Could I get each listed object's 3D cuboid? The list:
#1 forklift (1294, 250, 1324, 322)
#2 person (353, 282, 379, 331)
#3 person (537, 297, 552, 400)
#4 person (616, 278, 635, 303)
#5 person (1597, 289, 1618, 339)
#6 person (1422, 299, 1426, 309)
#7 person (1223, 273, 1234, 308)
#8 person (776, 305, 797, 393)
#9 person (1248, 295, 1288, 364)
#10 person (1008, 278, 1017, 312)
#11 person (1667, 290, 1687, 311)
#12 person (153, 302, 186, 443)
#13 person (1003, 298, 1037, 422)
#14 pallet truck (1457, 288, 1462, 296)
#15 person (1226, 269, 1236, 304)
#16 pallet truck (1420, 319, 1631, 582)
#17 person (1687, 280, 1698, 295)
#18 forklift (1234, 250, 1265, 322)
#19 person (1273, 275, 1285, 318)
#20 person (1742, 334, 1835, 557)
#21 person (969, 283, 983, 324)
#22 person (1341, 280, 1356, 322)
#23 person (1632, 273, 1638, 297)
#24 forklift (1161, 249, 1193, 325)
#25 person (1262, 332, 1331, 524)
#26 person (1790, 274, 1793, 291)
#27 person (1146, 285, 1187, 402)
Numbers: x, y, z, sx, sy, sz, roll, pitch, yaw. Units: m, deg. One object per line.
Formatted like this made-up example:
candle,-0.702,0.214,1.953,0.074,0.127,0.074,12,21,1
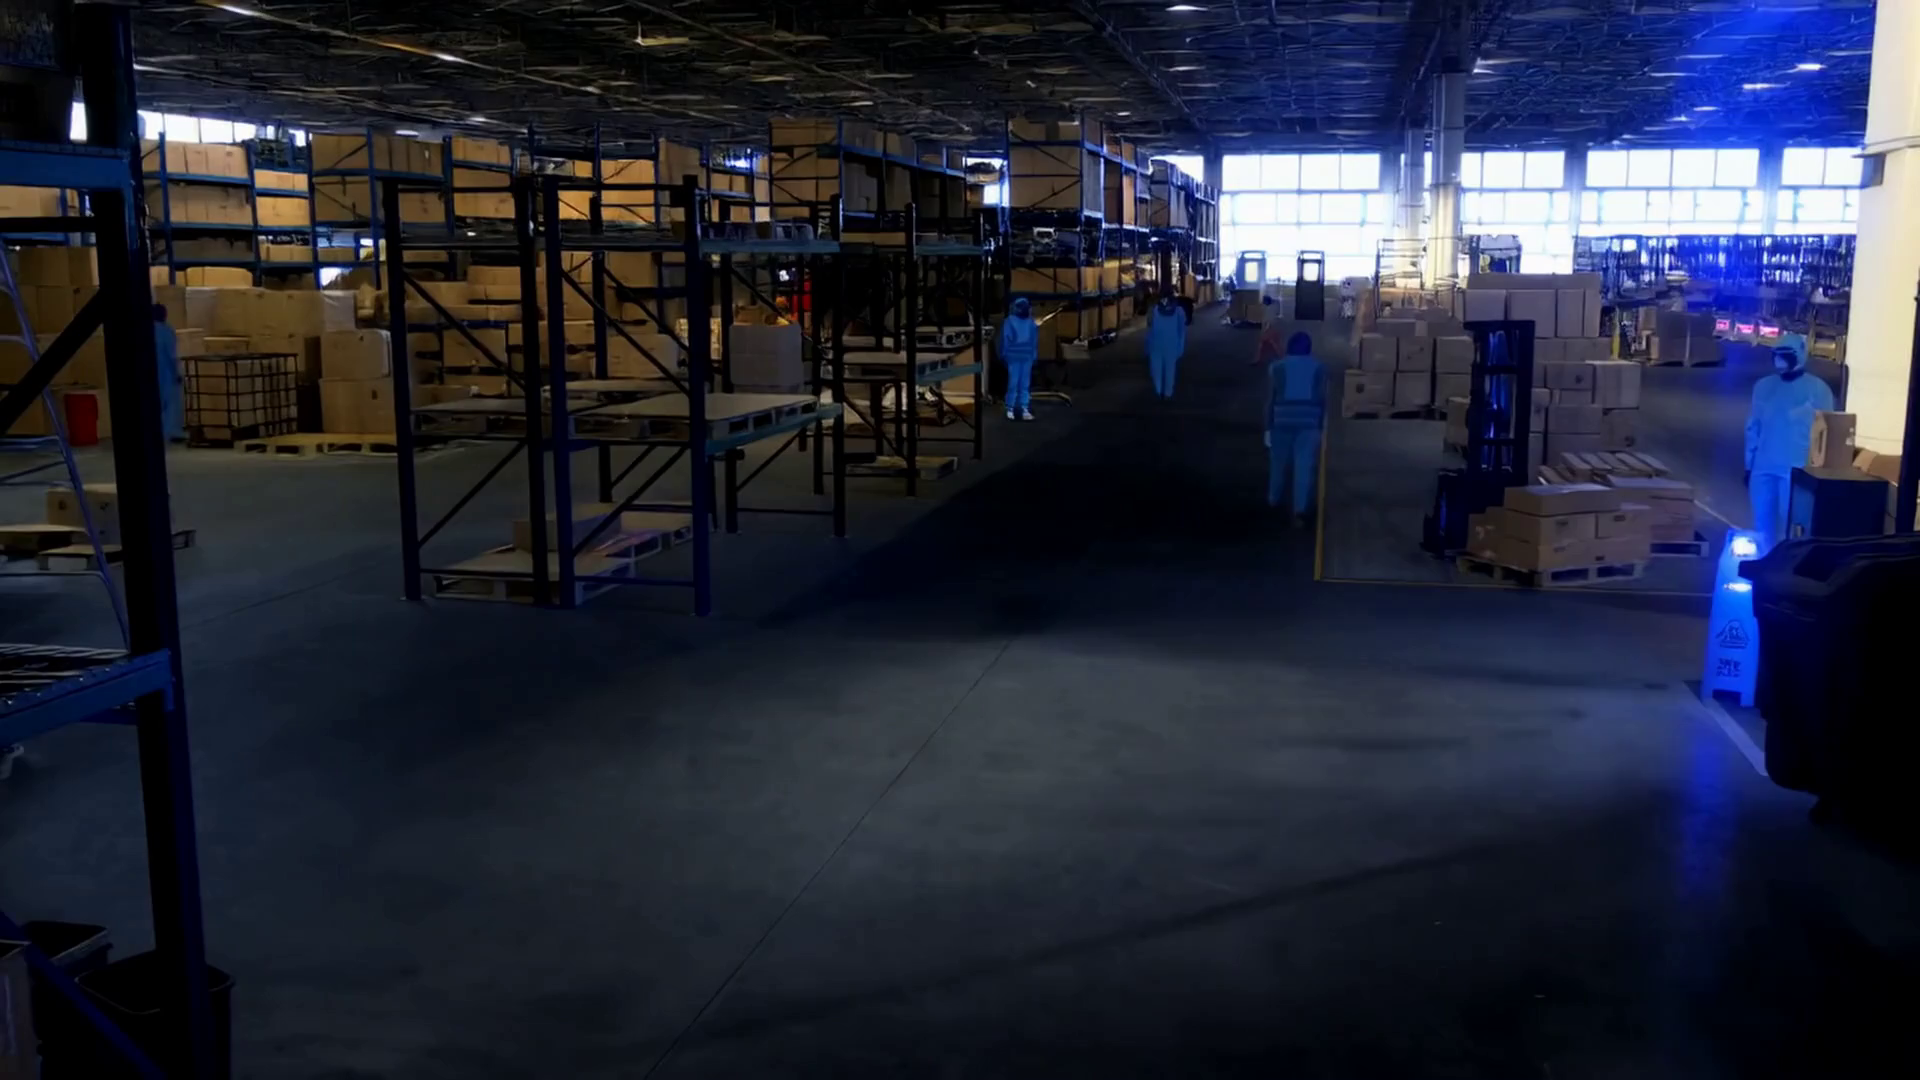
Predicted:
forklift,13.778,-10.002,65.433,1.129,2.768,1.873,2,10,12
person,-14.805,-5.476,41.509,0.587,1.911,0.397,-4,11,-24
person,-6.315,-2.689,24.987,0.589,1.918,0.402,9,13,44
person,-8.569,-5.659,42.354,0.621,1.989,0.400,-2,10,-10
person,13.112,-4.149,33.759,0.327,1.874,0.518,-2,10,-14
person,18.181,-9.344,64.918,0.755,1.735,0.520,-8,12,-40
person,13.729,-12.764,85.111,0.541,1.751,0.388,2,10,10
person,-3.176,-3.569,31.034,0.513,1.623,0.557,5,11,29
person,7.339,-4.956,39.209,0.937,1.646,0.534,2,10,9
person,2.080,-9.256,64.245,0.862,1.785,0.599,-5,11,-27
person,20.299,-6.266,47.090,0.504,1.616,0.683,2,10,9
person,-10.711,-2.211,22.175,0.642,1.911,0.758,2,10,10
person,0.924,-2.747,25.420,0.575,1.885,0.355,-5,11,-28
pallet truck,20.506,-9.785,68.819,0.653,1.274,1.630,2,10,12
person,14.503,-13.502,88.873,0.621,1.972,0.769,2,10,12
pallet truck,4.543,-0.757,13.299,0.823,1.965,1.885,-4,10,-22
person,34.846,-11.867,79.388,0.639,1.903,0.805,1,10,4
forklift,11.005,-9.575,62.903,1.129,2.768,1.873,2,10,12
person,13.451,-10.281,70.228,0.405,1.823,0.590,-8,12,-38
person,5.948,-0.513,12.029,0.372,1.940,0.629,-6,11,-30
person,0.651,-8.987,63.209,0.767,1.592,0.589,3,10,19
person,15.324,-9.415,65.553,0.550,1.663,0.750,0,10,-1
person,32.654,-12.072,80.815,0.497,1.818,0.619,1,10,3
forklift,7.646,-9.320,61.395,1.873,2.768,1.129,2,10,11
person,3.174,-1.076,15.829,0.633,1.775,1.015,0,10,2
person,39.917,-11.904,79.920,0.992,1.797,0.593,4,10,22
person,3.587,-3.420,28.942,0.704,2.000,0.536,2,10,11
